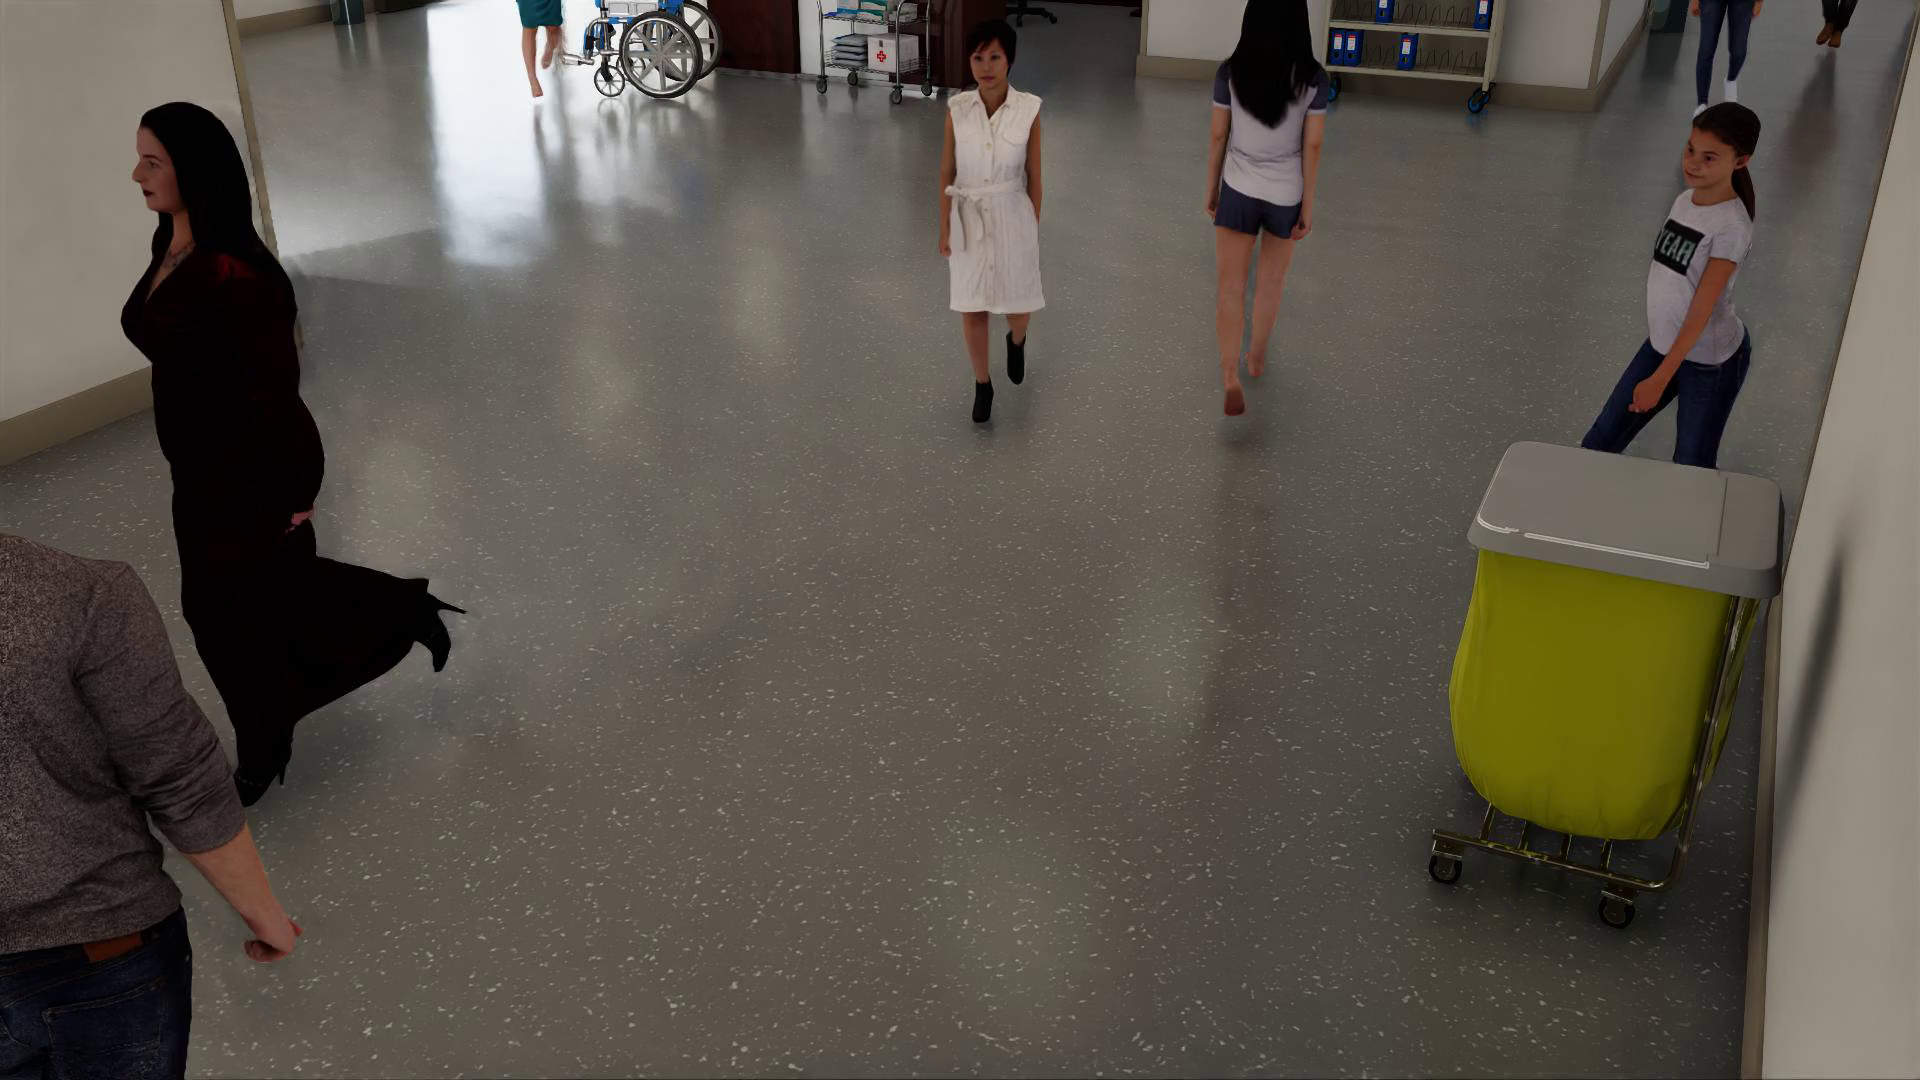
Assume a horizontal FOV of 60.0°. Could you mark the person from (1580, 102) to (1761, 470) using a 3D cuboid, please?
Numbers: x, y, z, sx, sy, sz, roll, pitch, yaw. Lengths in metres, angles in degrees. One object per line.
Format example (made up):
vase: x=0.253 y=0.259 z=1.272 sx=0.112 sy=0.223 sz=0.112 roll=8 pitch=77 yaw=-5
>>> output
person: x=2.284 y=-0.544 z=5.058 sx=0.941 sy=1.530 sz=0.822 roll=-4 pitch=26 yaw=-9

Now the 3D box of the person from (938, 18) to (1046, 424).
person: x=0.125 y=-1.234 z=6.473 sx=0.730 sy=1.542 sz=0.744 roll=3 pitch=26 yaw=7

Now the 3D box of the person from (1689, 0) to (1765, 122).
person: x=5.385 y=-3.820 z=11.631 sx=0.712 sy=1.721 sz=0.712 roll=14 pitch=29 yaw=27

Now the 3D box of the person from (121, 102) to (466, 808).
person: x=-1.671 y=-0.195 z=4.099 sx=1.001 sy=1.733 sz=1.057 roll=-19 pitch=31 yaw=-34

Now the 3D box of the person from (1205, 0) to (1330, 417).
person: x=1.168 y=-1.302 z=6.467 sx=1.106 sy=1.672 sz=0.831 roll=5 pitch=26 yaw=10

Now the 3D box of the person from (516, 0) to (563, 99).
person: x=-3.163 y=-4.200 z=12.485 sx=0.906 sy=1.662 sz=0.978 roll=-7 pitch=27 yaw=-15
